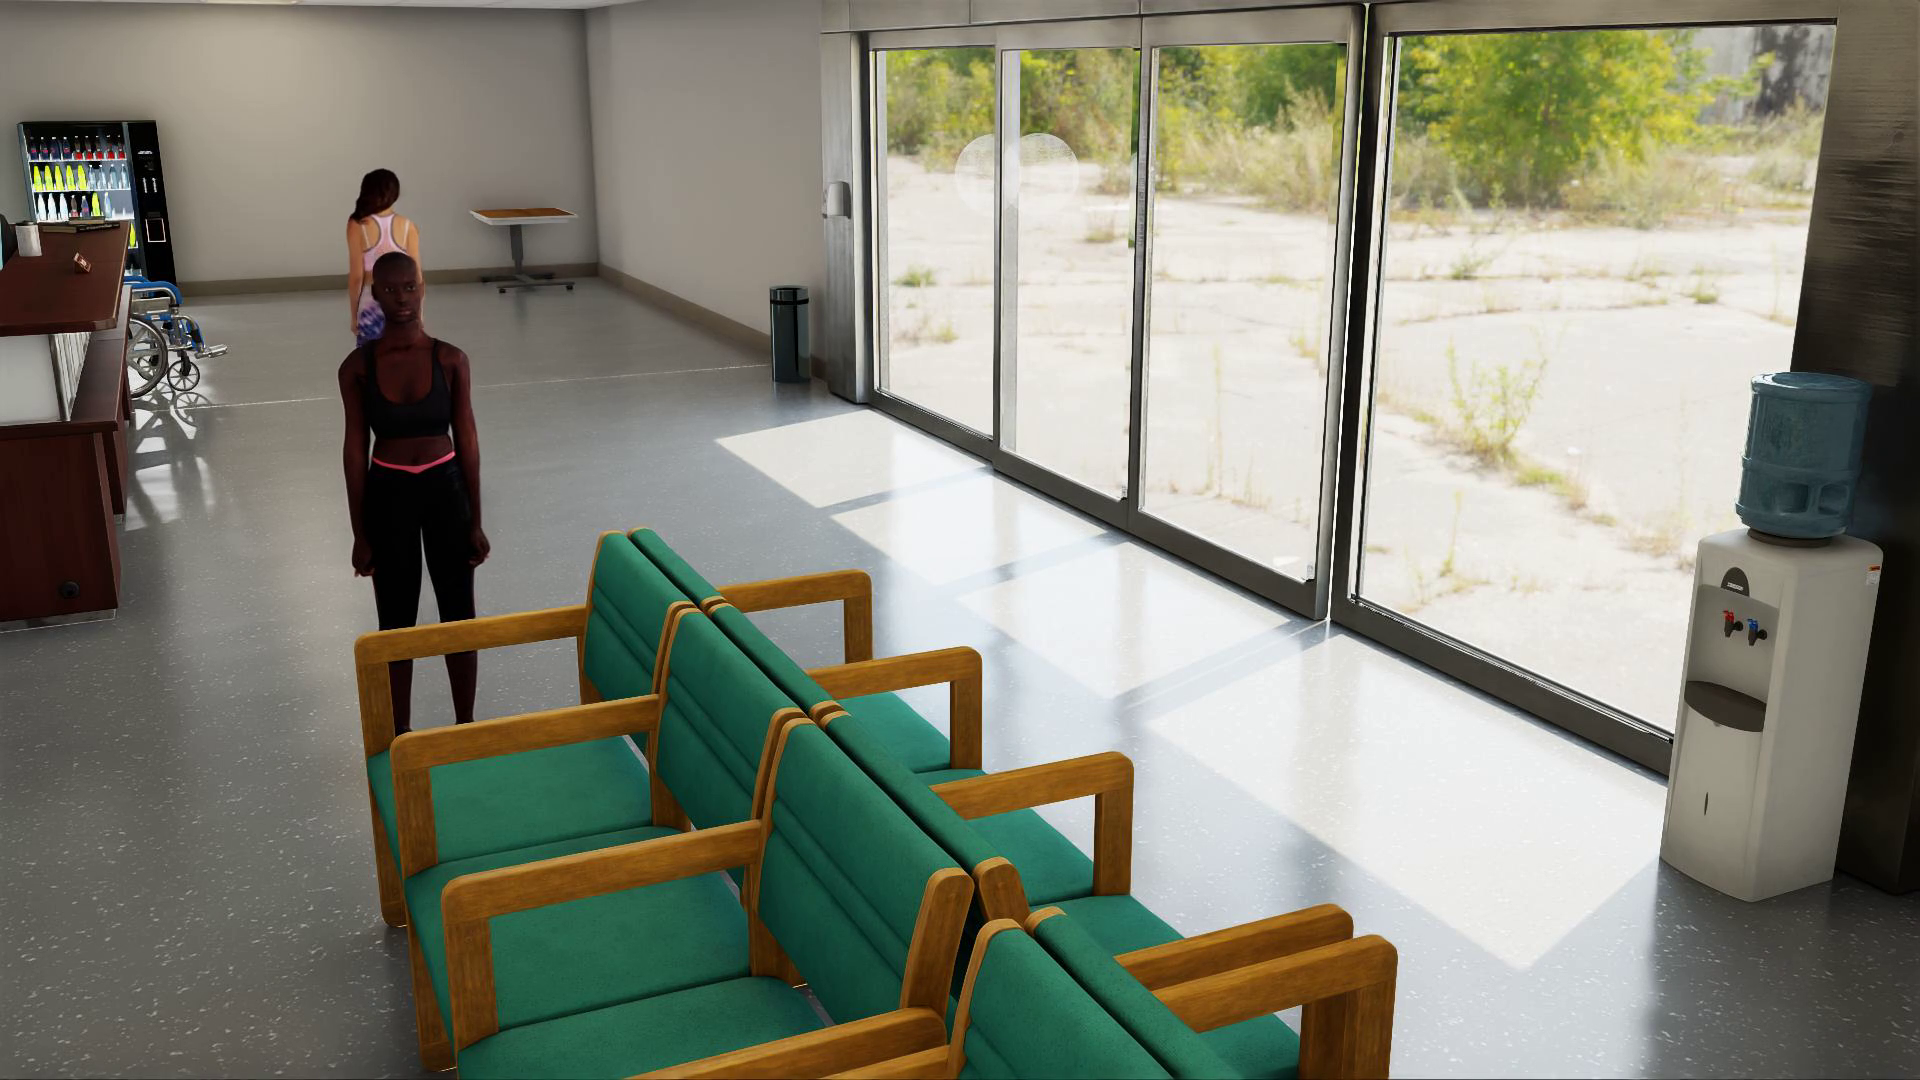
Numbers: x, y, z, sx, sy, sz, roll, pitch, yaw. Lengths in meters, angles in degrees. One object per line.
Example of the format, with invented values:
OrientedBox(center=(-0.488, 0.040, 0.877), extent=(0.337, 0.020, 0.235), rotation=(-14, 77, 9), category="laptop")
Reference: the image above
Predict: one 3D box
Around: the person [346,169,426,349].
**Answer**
OrientedBox(center=(-3.428, -1.328, 10.006), extent=(0.915, 1.754, 0.753), rotation=(-11, 19, -33), category="person")

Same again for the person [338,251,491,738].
OrientedBox(center=(-1.814, -0.085, 5.588), extent=(0.475, 1.759, 0.662), rotation=(-6, 17, -21), category="person")
